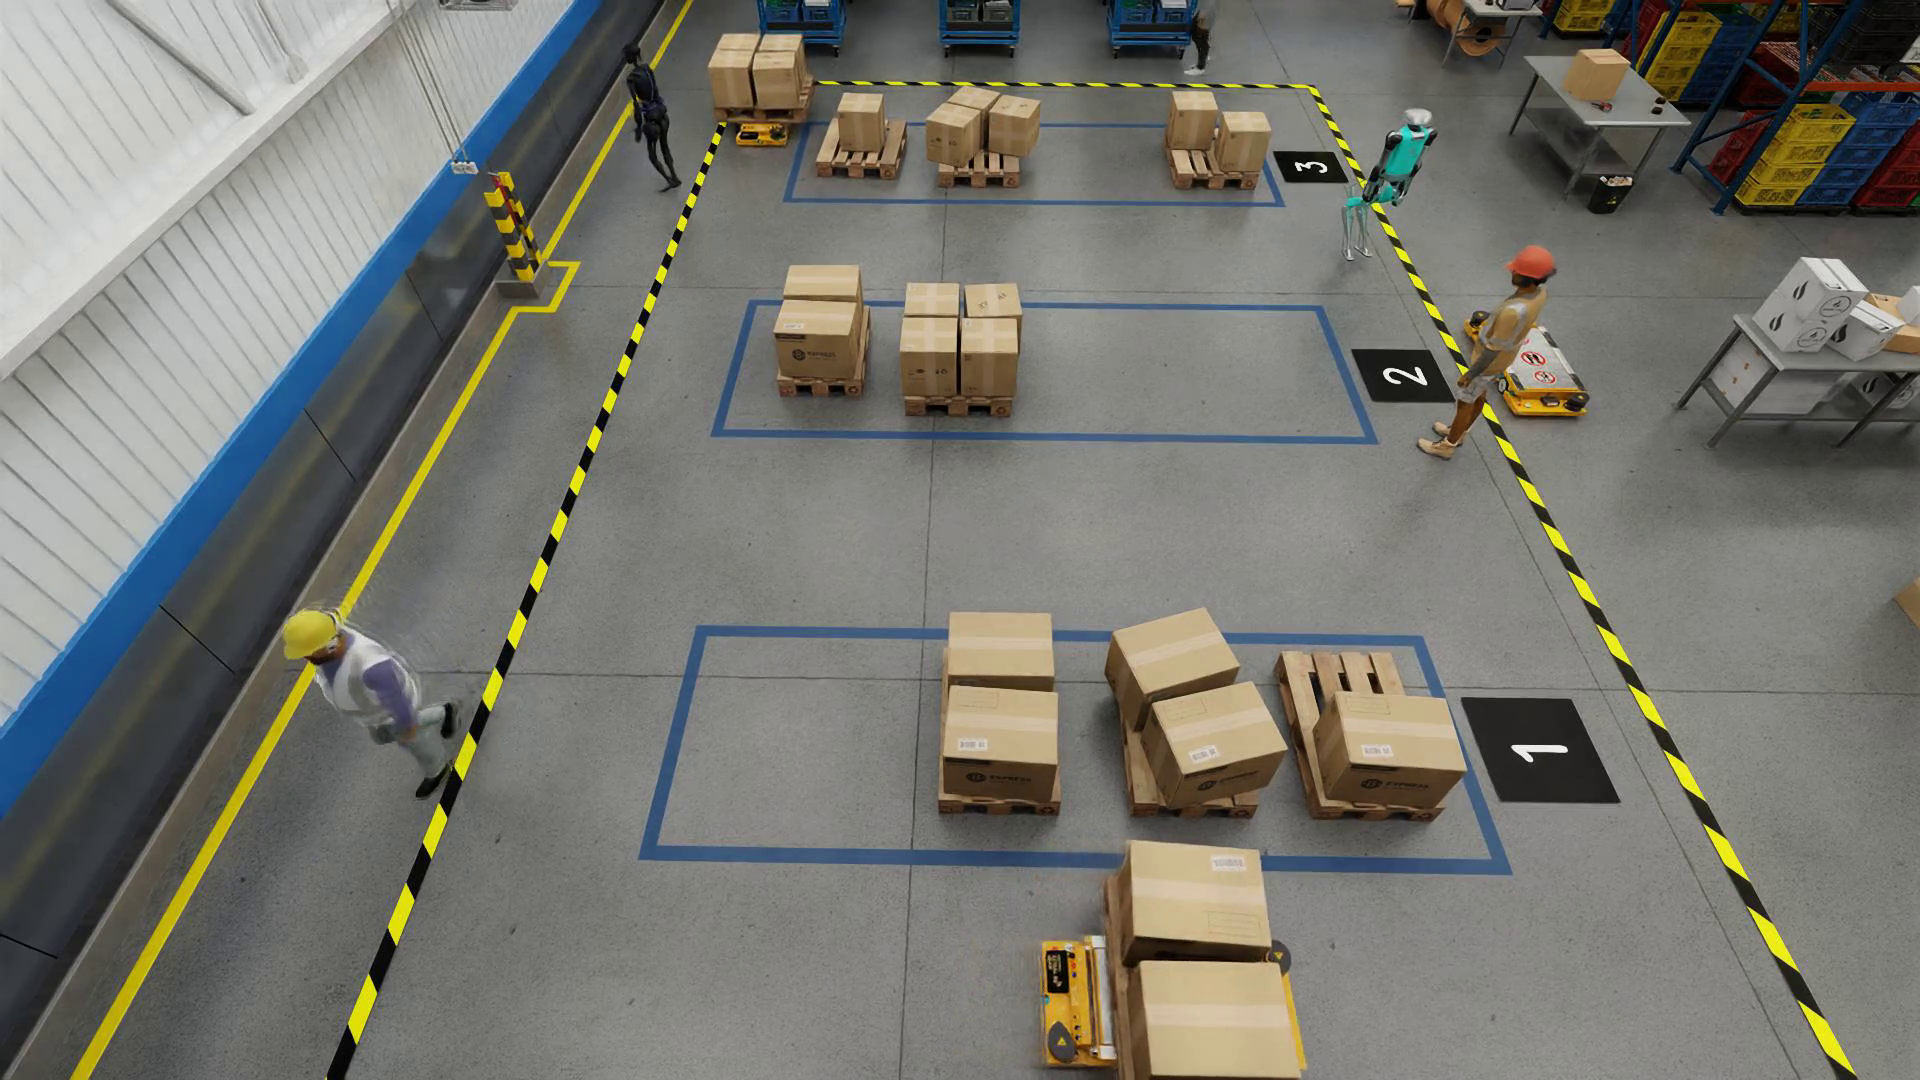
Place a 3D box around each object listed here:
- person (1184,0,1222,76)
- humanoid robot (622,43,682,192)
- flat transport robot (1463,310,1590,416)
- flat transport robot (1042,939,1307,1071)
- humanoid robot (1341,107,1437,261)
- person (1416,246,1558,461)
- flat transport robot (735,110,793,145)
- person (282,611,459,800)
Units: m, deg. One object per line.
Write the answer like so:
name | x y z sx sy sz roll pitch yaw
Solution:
person | 3.493 -7.579 13.057 0.425 1.837 0.592 4 49 3
humanoid robot | -3.676 -5.036 10.958 0.378 1.640 0.599 10 50 8
flat transport robot | 5.573 -1.757 9.054 0.659 0.231 1.431 1 49 1
flat transport robot | 1.202 2.634 5.235 1.431 0.197 0.652 1 49 1
humanoid robot | 4.471 -3.848 9.806 0.533 1.674 0.735 -11 50 -9
person | 4.416 -1.526 7.681 0.604 2.044 0.376 -34 57 -26
flat transport robot | -2.636 -5.837 12.568 0.652 0.197 1.431 1 49 1
person | -3.550 0.961 5.683 0.589 1.811 0.512 19 52 16
